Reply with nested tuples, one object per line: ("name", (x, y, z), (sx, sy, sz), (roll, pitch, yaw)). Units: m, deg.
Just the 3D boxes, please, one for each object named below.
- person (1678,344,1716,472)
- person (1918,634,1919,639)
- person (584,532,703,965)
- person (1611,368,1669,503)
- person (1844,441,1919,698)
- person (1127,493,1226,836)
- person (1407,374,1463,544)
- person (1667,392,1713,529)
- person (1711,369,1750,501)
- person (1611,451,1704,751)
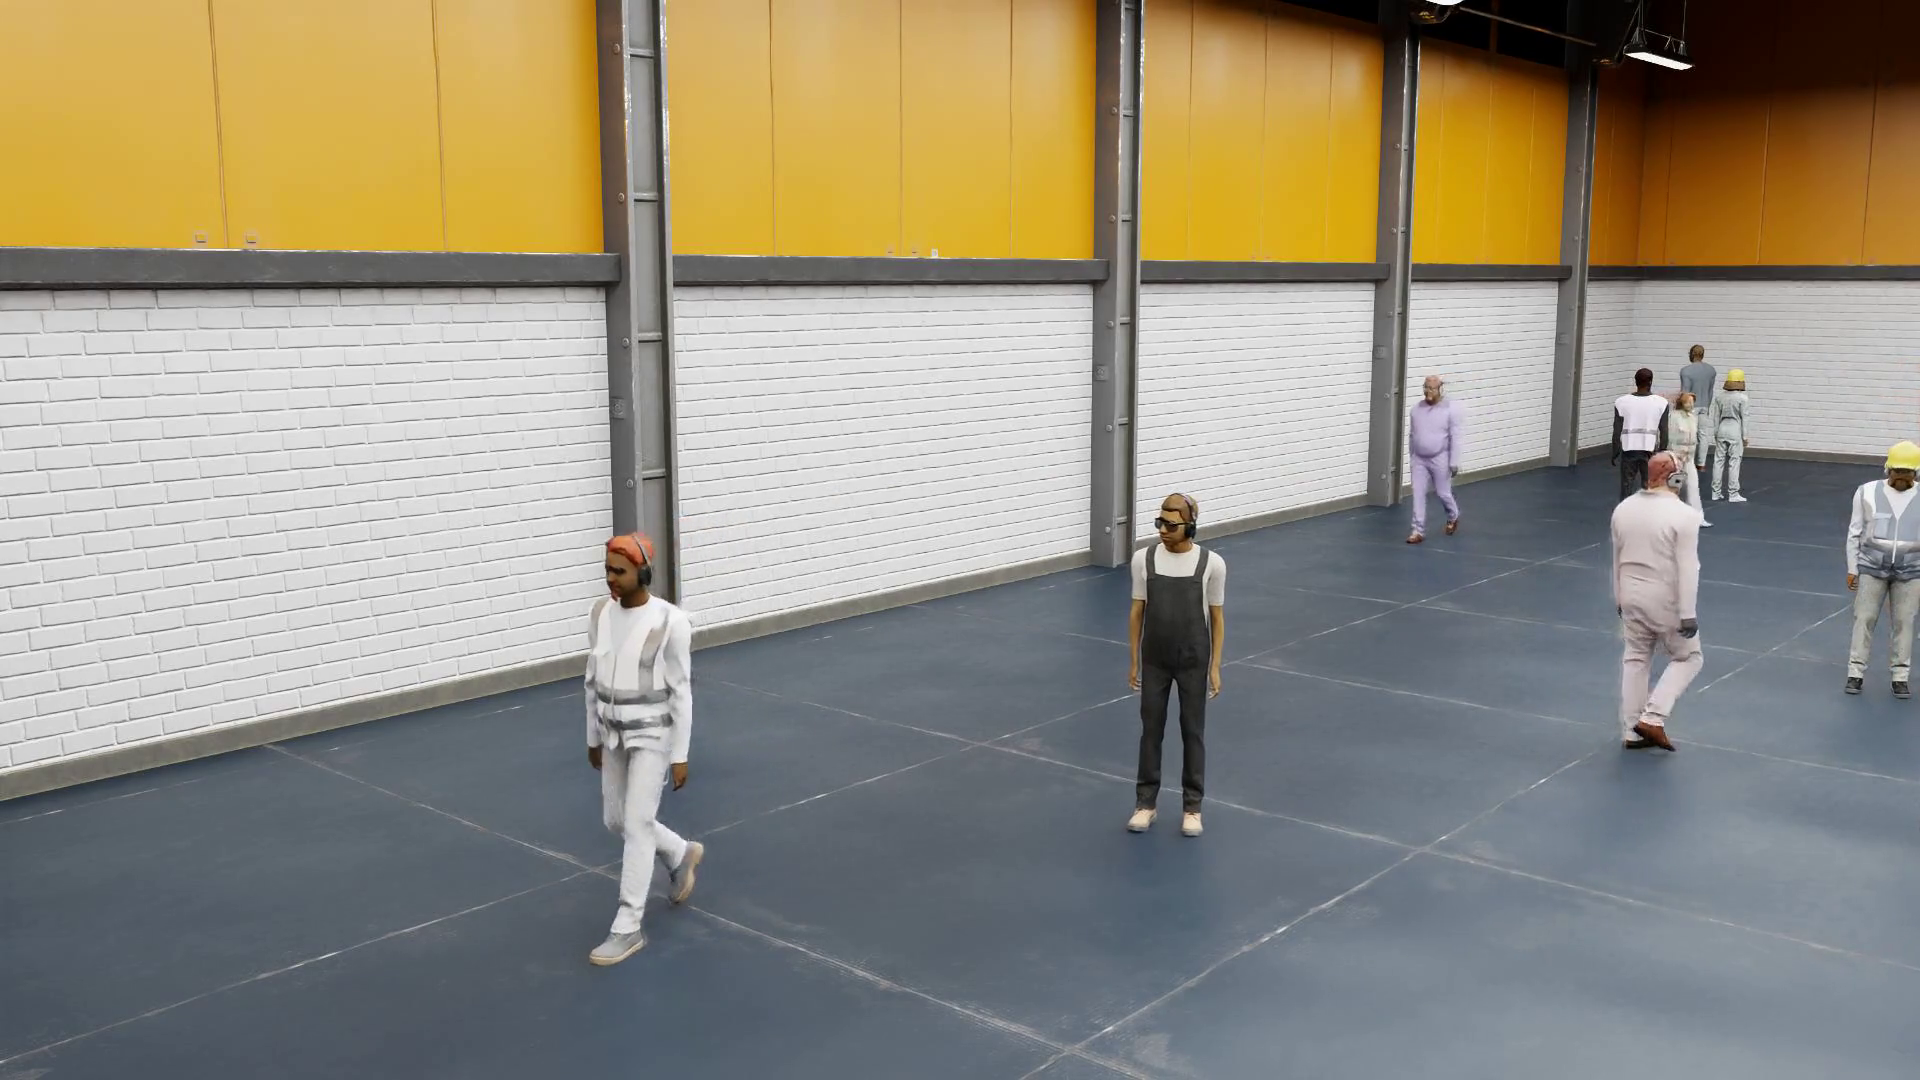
("person", (11.089, -1.980, 25.113), (0.627, 1.940, 0.376), (-3, 10, -21))
("person", (8.268, -0.013, 13.255), (0.887, 1.798, 0.652), (6, 11, 33))
("person", (-1.409, 0.877, 7.420), (0.596, 1.862, 0.803), (6, 11, 32))
("person", (7.794, -1.007, 19.080), (0.594, 1.912, 0.376), (3, 10, 21))
("person", (6.580, 0.206, 11.739), (0.589, 1.827, 0.404), (5, 10, 27))
("person", (1.149, 0.658, 8.850), (0.505, 1.842, 0.347), (3, 9, 17))
("person", (5.313, -0.917, 18.607), (0.650, 1.884, 0.809), (8, 12, 41))
("person", (8.500, -0.920, 19.488), (0.530, 1.605, 0.779), (-4, 10, -23))
("person", (10.189, -1.380, 21.954), (0.295, 1.743, 0.492), (-6, 11, -32))
("person", (4.352, 0.389, 10.359), (0.432, 1.894, 0.669), (-4, 10, -24))
